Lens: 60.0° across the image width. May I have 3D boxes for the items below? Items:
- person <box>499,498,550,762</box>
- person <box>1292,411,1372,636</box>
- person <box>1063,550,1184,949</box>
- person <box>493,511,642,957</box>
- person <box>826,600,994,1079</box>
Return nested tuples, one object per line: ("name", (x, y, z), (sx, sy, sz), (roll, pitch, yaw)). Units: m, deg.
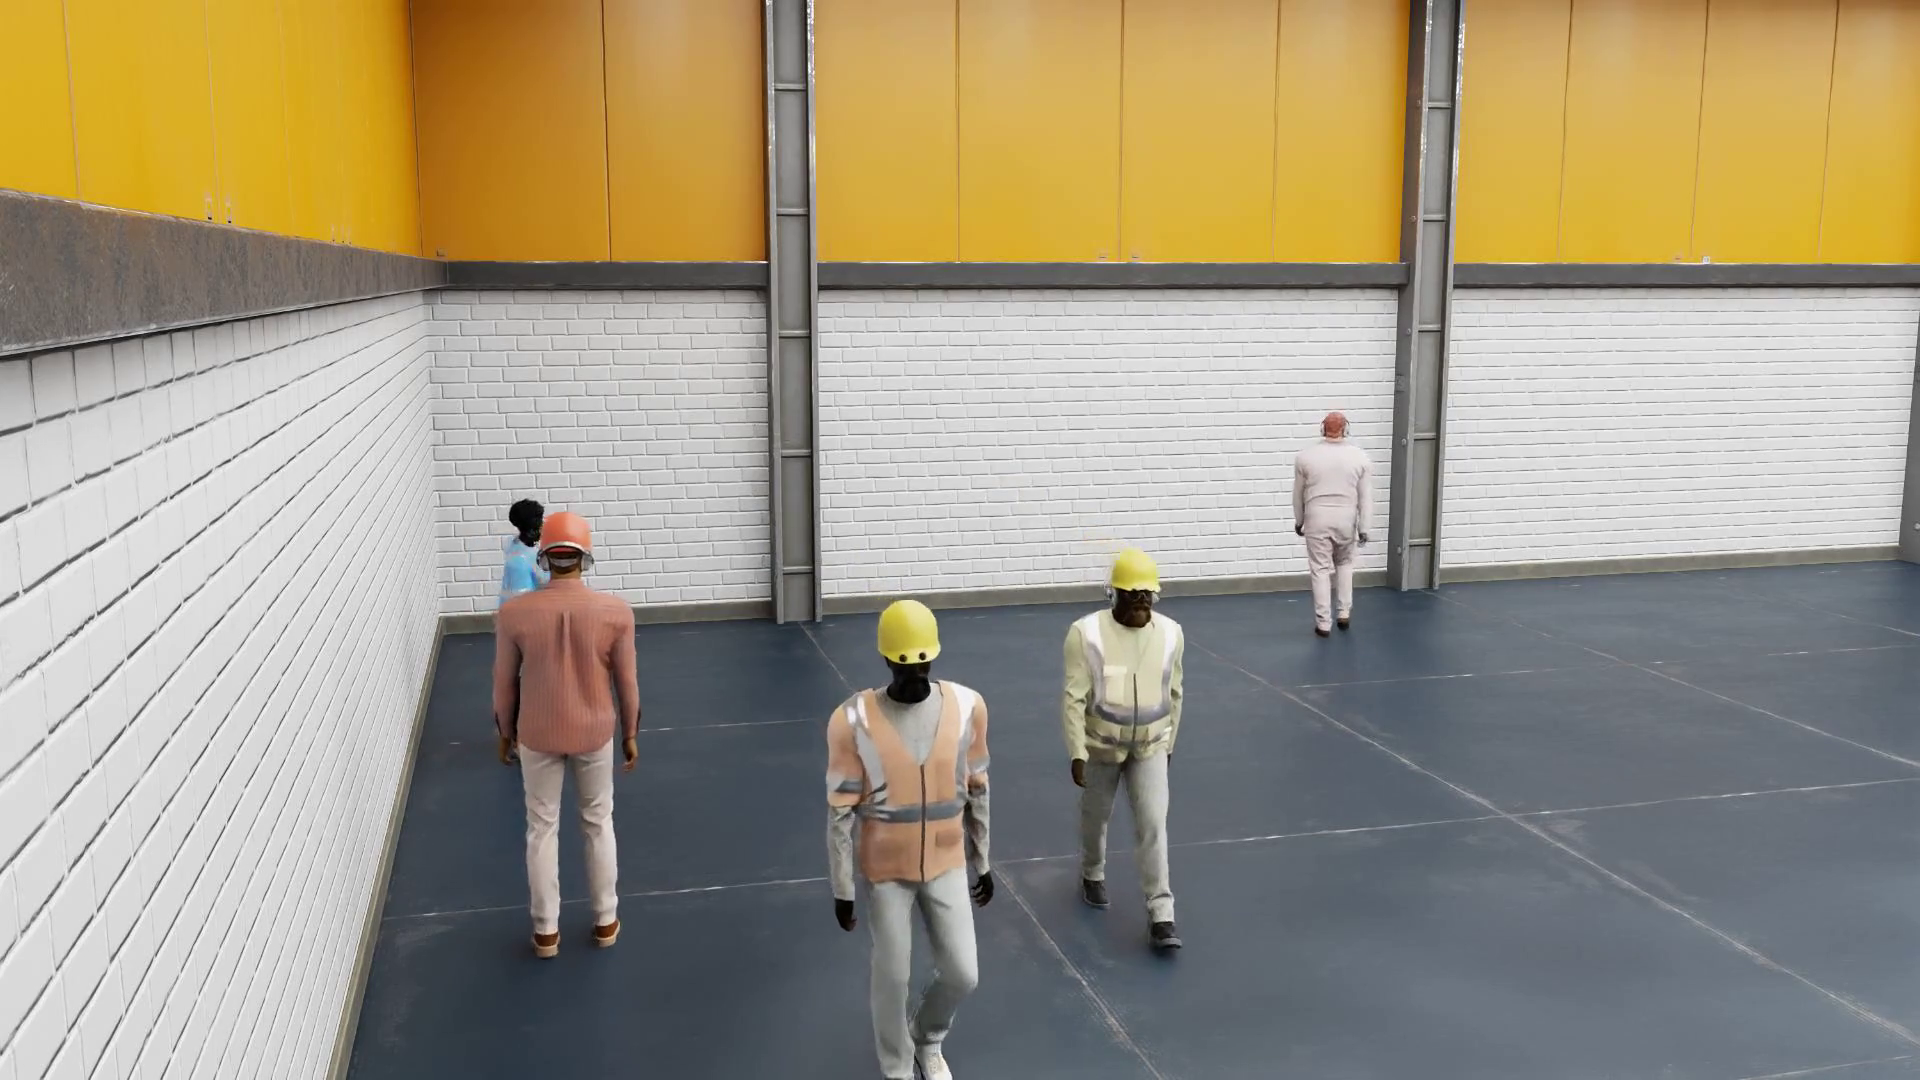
("person", (-2.728, 0.542, 10.427), (0.340, 1.661, 0.685), (-2, 9, -10))
("person", (3.124, -0.146, 14.053), (0.641, 1.880, 0.677), (1, 9, 7))
("person", (0.758, 0.928, 7.657), (0.593, 1.785, 0.947), (-1, 9, -8))
("person", (-1.742, 0.859, 7.412), (0.639, 1.985, 0.416), (-3, 9, -15))
("person", (-0.165, 1.146, 5.872), (0.617, 1.910, 0.421), (-3, 10, -18))
